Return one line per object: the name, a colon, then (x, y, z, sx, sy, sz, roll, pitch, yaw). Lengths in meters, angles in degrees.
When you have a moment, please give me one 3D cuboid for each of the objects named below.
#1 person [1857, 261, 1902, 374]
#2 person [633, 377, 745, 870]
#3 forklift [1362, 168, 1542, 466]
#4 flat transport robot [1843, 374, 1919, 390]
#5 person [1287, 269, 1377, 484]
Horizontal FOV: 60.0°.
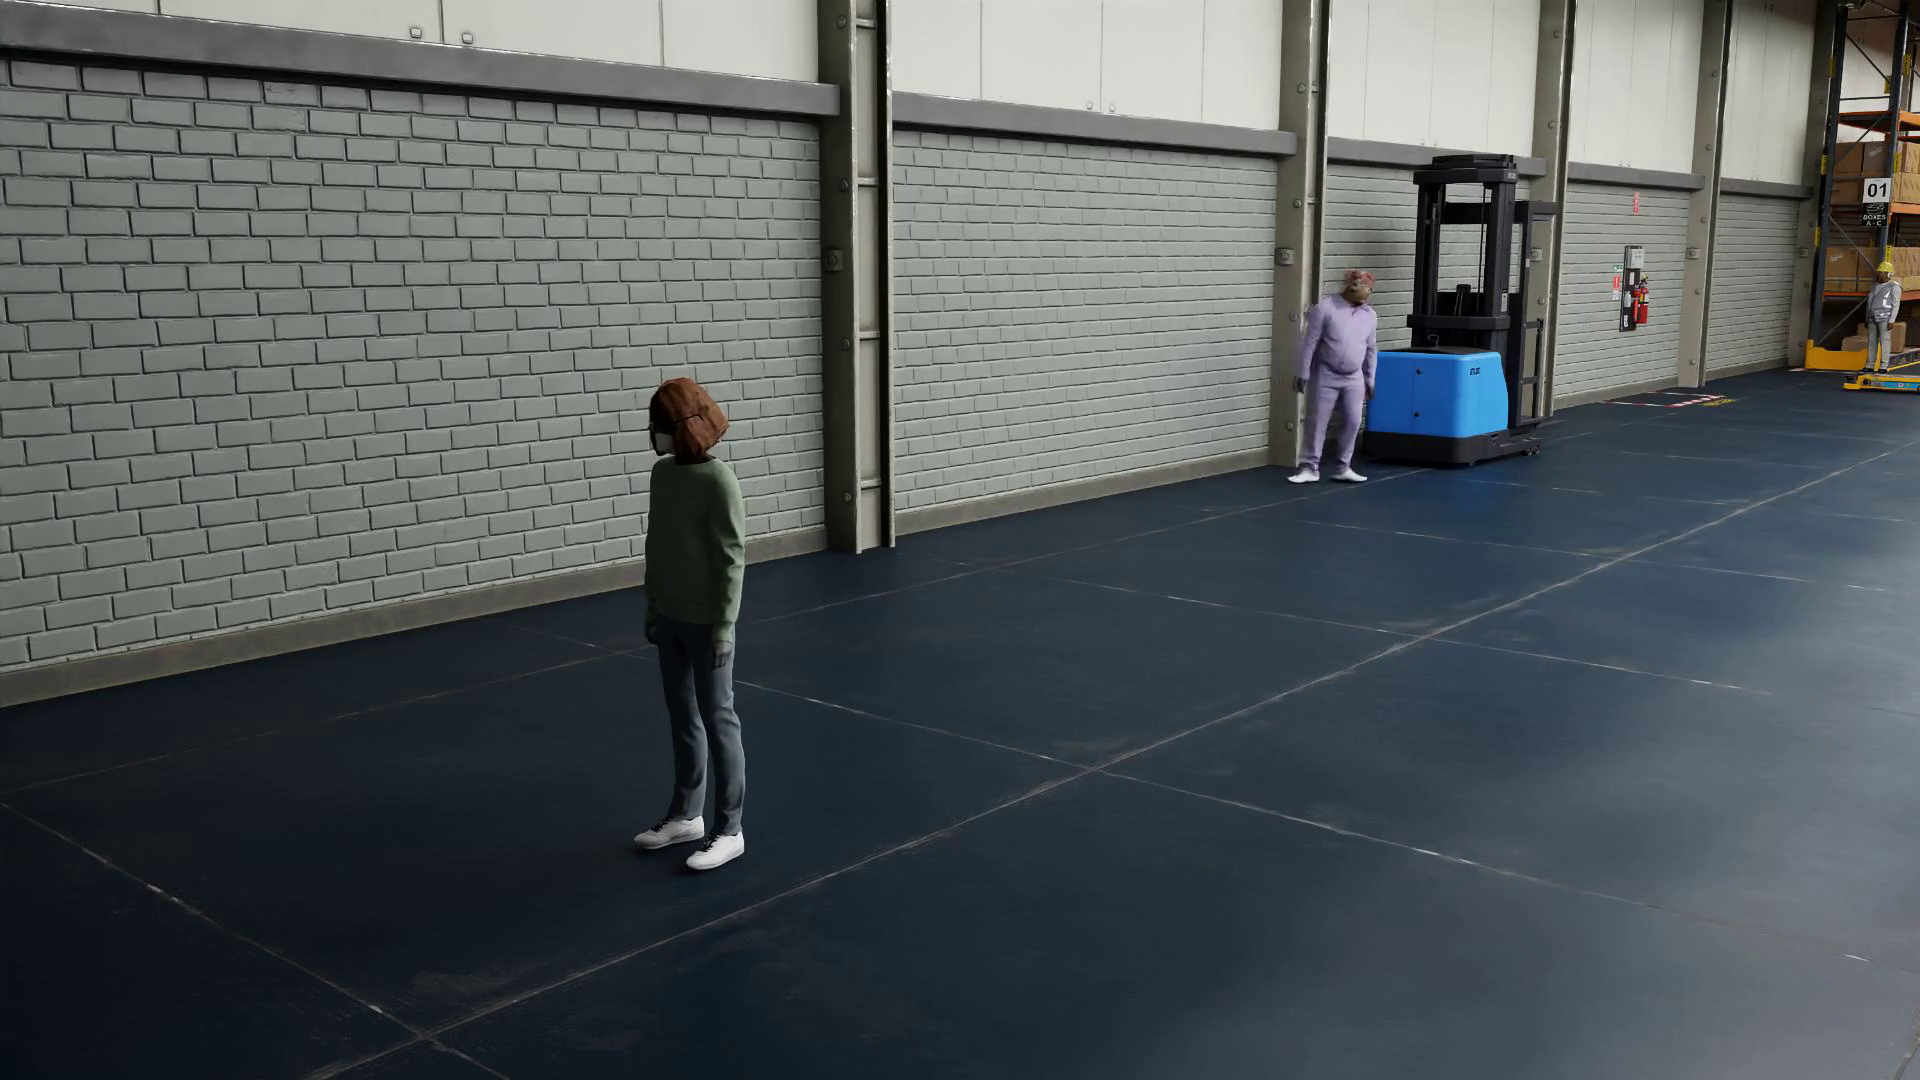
person: (14.938, -3.595, 27.011, 0.403, 1.837, 0.591, -3, 10, -16)
person: (-0.901, 0.273, 5.568, 0.289, 1.633, 0.497, -9, 13, -42)
forklift: (4.875, -2.212, 16.287, 1.129, 2.768, 1.873, 8, 13, 40)
flat transport robot: (13.633, -2.266, 24.016, 1.431, 0.197, 0.652, 8, 13, 40)
person: (3.264, -1.412, 14.497, 0.786, 1.876, 0.396, -2, 10, -12)
